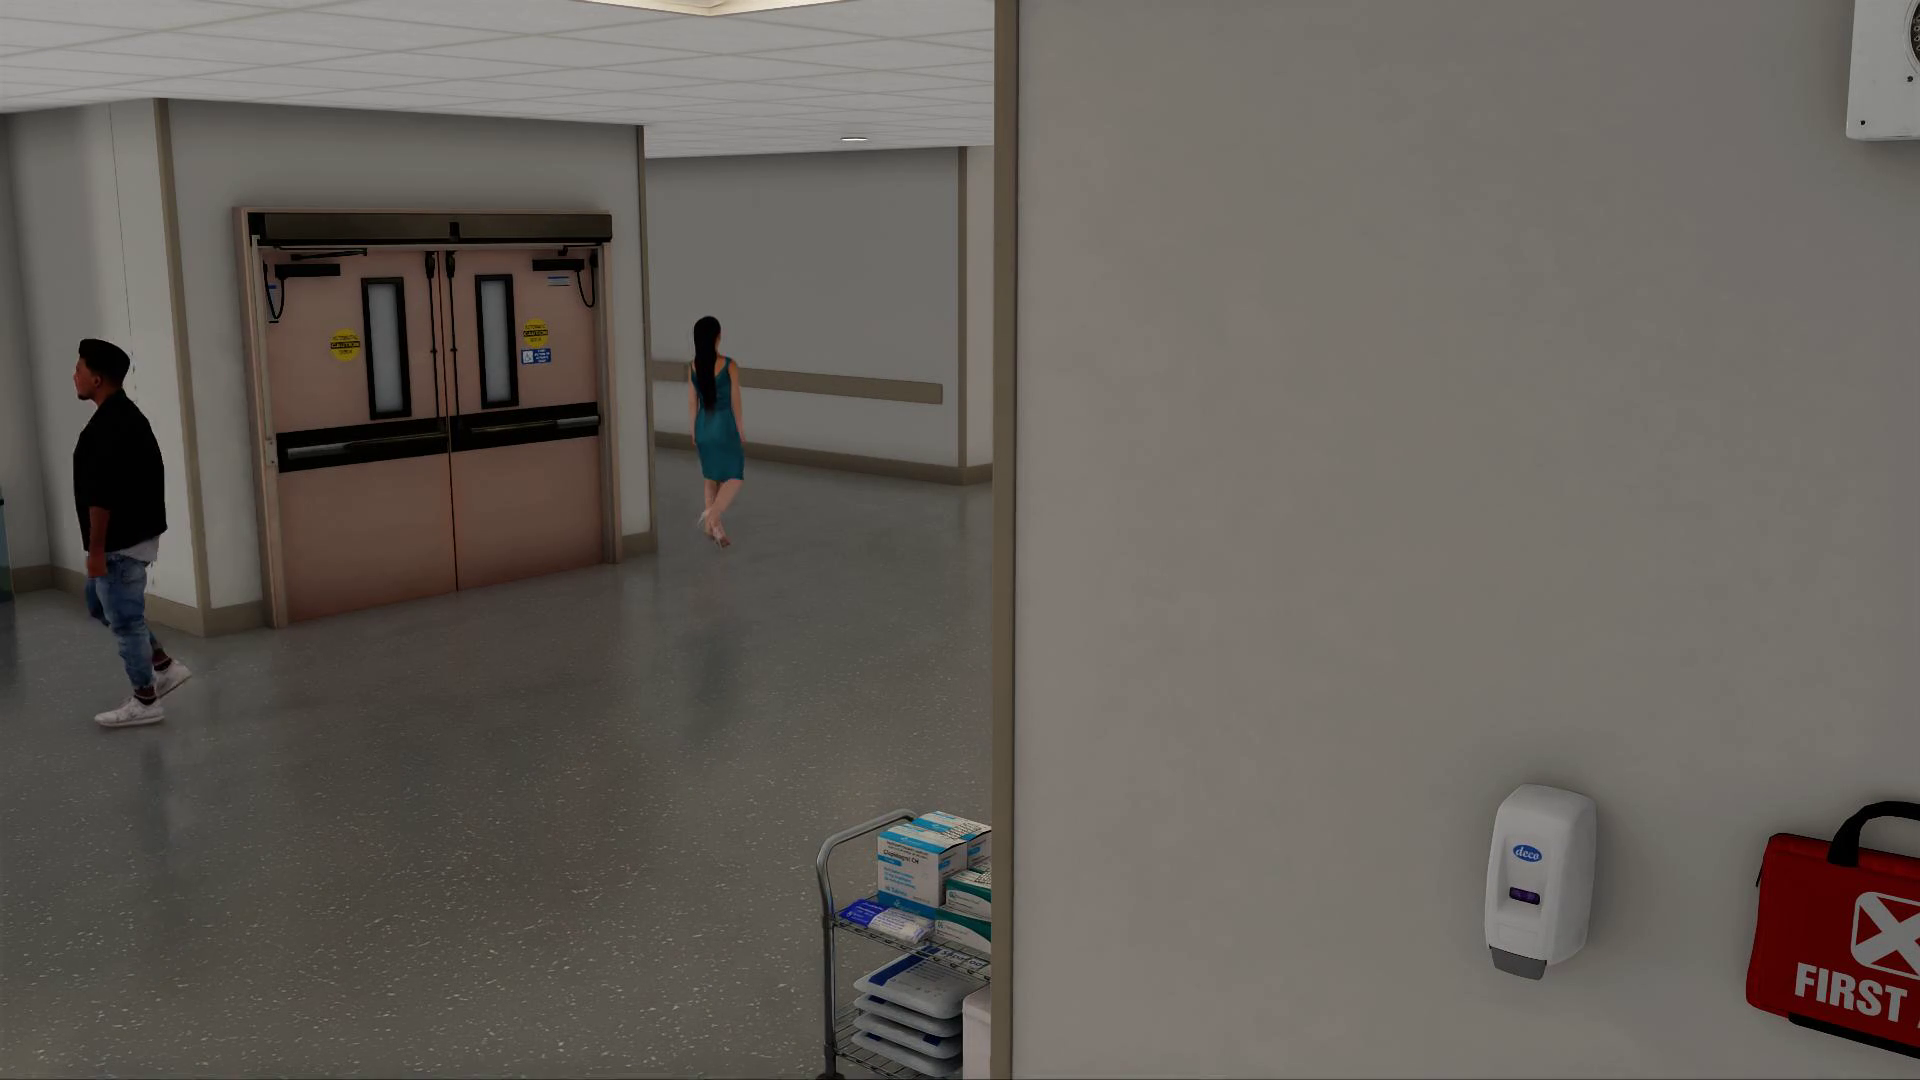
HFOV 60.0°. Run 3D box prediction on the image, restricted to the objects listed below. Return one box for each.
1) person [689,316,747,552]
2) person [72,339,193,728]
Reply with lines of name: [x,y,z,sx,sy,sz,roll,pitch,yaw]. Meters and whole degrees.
person: [-1.738,-0.723,11.733,0.728,1.674,0.839,3,11,16]
person: [-3.811,-0.029,7.744,0.857,1.799,0.828,-3,11,-17]
